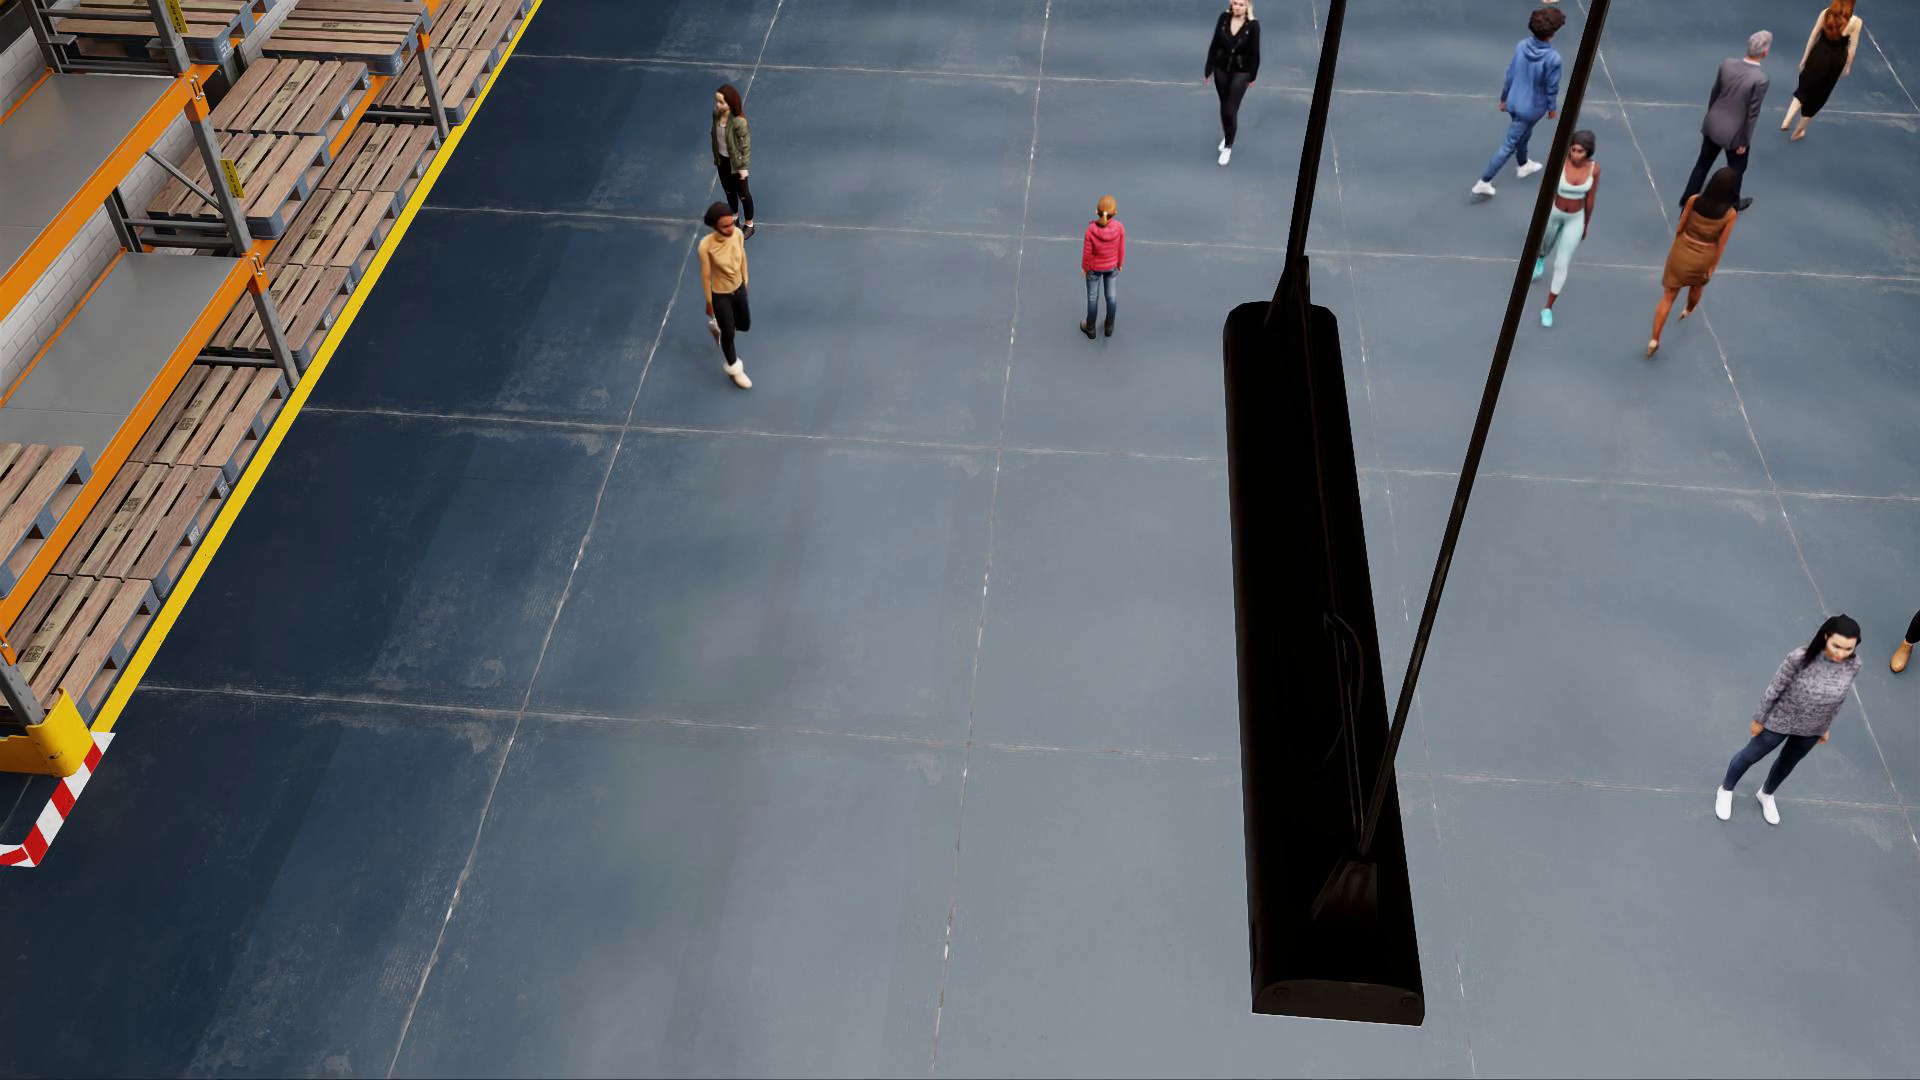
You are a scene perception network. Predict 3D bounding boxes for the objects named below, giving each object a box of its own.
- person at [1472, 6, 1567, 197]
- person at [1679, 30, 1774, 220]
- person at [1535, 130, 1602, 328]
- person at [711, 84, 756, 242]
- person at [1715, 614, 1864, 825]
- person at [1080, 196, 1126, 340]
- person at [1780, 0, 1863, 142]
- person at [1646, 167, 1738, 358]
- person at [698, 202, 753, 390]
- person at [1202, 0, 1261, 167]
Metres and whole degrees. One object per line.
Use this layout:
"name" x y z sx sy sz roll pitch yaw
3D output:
"person" 5.116 -3.954 15.204 1.132 1.772 1.201 -21 47 -20
"person" 6.811 -3.648 14.849 1.105 1.819 1.072 -21 47 -21
"person" 5.046 -2.694 13.939 0.728 1.693 1.136 10 45 10
"person" -2.026 -3.379 14.814 0.658 1.477 0.683 30 51 28
"person" 5.008 1.066 9.964 0.619 1.731 0.515 5 44 5
"person" 1.184 -2.256 13.750 0.565 1.318 0.576 -8 44 -9
"person" 8.239 -4.529 15.924 0.809 1.611 0.748 -33 52 -29
"person" 5.890 -2.216 13.473 0.880 1.643 1.126 24 48 23
"person" -1.906 -2.004 13.248 0.903 1.646 0.964 -30 51 -27
"person" 2.621 -4.476 15.827 0.803 1.668 0.900 24 48 23
